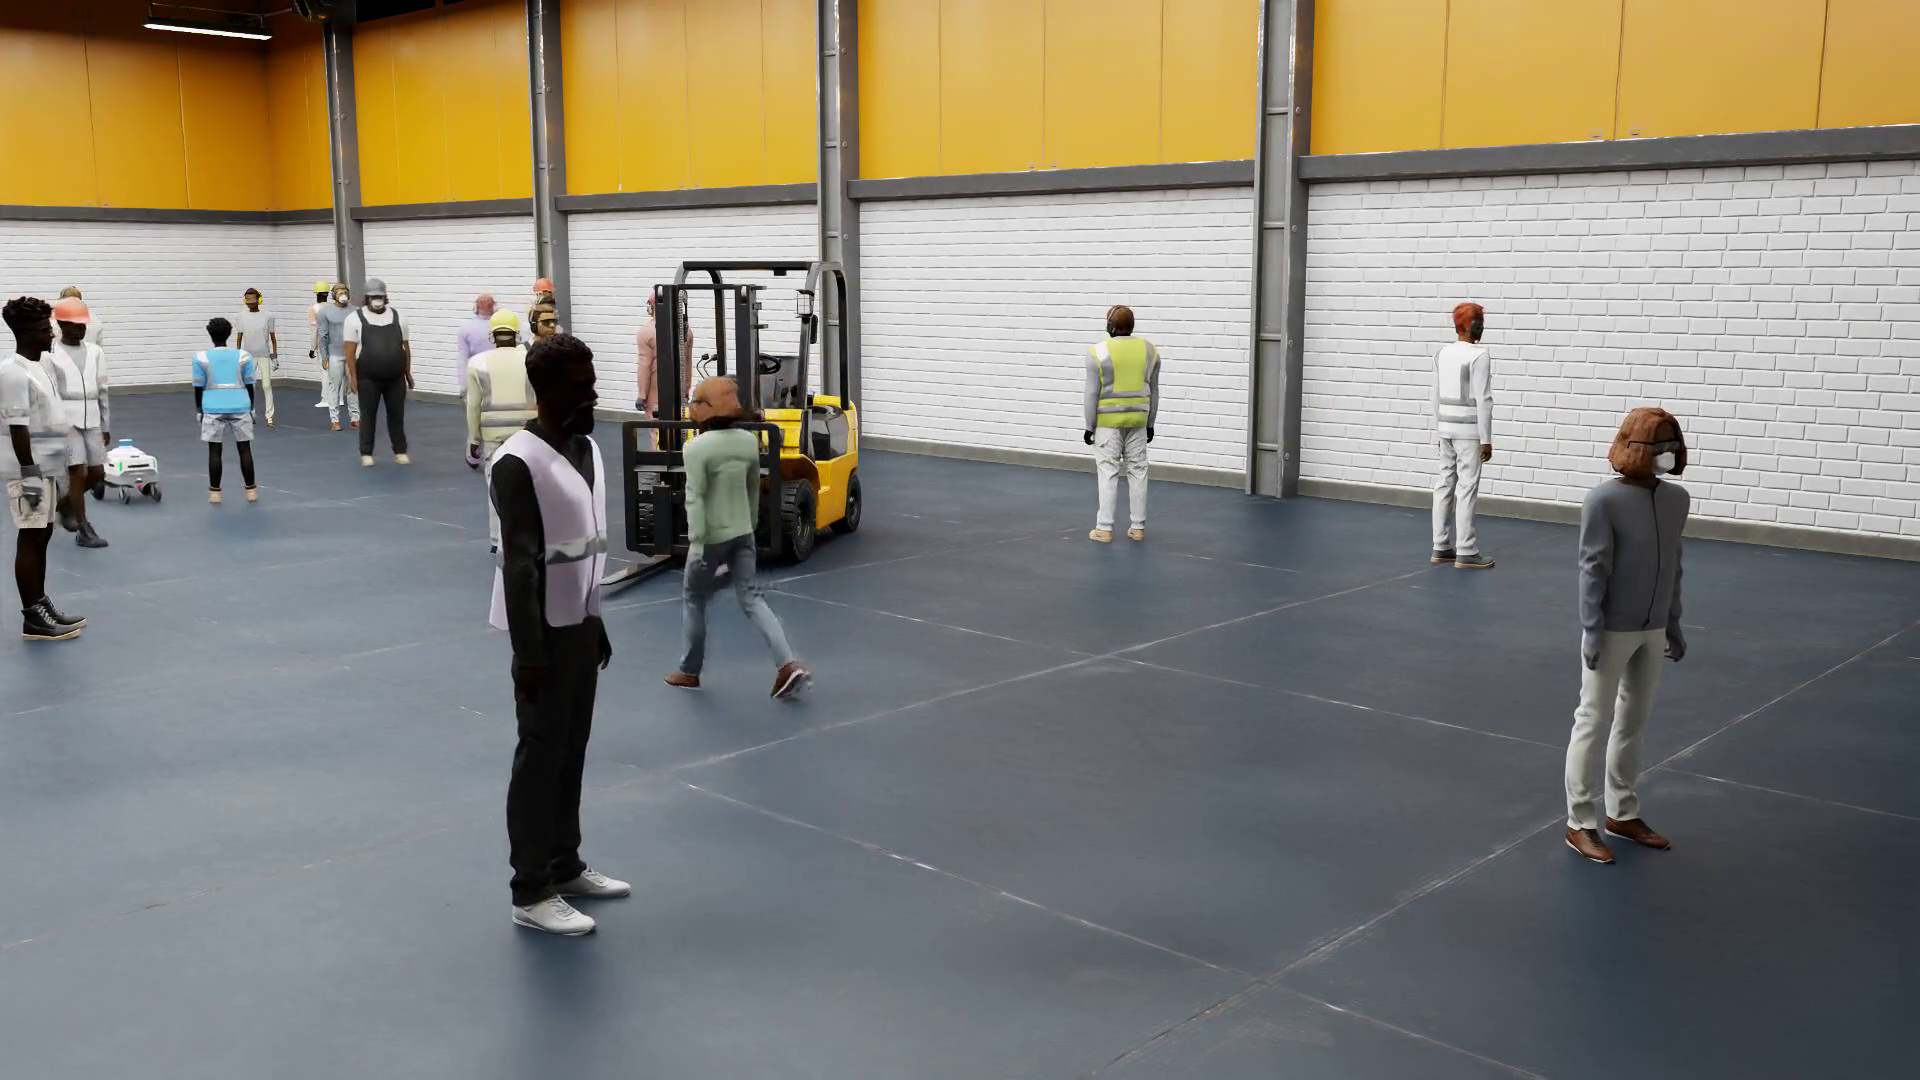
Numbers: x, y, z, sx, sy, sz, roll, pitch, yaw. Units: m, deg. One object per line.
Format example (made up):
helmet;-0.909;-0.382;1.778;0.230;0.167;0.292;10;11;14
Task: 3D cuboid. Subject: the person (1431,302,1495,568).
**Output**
person;3.591;-0.744;11.856;0.356;1.884;0.574;-4;10;-22

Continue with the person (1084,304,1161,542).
person;1.240;-0.902;12.949;0.626;1.847;0.429;-3;10;-17

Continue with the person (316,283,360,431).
person;-8.119;-2.411;21.908;0.630;1.940;0.372;-8;12;-40

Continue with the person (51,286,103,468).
person;-9.418;-1.735;17.761;0.370;1.939;0.631;2;10;14

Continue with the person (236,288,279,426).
person;-9.452;-2.450;22.368;0.536;1.865;0.312;-3;10;-16

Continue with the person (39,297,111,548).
person;-6.814;-0.901;12.739;0.676;1.916;0.550;5;11;29

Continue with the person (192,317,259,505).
person;-6.636;-1.162;15.038;0.537;1.690;0.326;-5;10;-27

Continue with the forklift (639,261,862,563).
forklift;-1.552;-1.040;12.721;1.214;2.155;2.313;2;9;11

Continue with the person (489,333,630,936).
person;-1.316;0.292;5.394;0.375;1.917;0.592;2;9;10

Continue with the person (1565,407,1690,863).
person;2.427;0.334;6.008;0.499;1.634;0.285;-4;10;-26

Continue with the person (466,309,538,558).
person;-3.307;-0.778;12.227;0.601;1.827;0.403;-3;10;-18

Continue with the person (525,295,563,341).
person;-4.498;-1.757;18.246;0.931;1.820;0.533;9;13;43

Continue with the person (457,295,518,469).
person;-4.922;-1.617;17.326;0.670;1.844;1.028;-5;11;-29

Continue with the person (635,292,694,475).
person;-2.862;-1.429;16.000;0.403;1.904;0.637;8;12;41

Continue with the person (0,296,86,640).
person;-5.317;-0.413;9.572;0.370;1.967;0.602;-3;10;-18

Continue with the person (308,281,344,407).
person;-9.720;-2.992;25.499;0.369;1.928;0.586;6;11;32

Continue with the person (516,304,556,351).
person;-3.262;-0.926;13.085;0.345;1.847;0.506;7;11;35

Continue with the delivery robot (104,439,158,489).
delivery robot;-7.629;-0.679;15.234;0.477;0.478;0.707;-8;12;-42

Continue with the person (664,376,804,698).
person;-1.129;-0.010;8.235;0.805;1.602;0.512;7;12;38

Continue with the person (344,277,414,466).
person;-6.238;-1.814;17.935;0.688;2.000;0.536;-6;11;-33

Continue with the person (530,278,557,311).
person;-5.706;-2.598;22.882;0.376;1.995;0.612;0;9;1
